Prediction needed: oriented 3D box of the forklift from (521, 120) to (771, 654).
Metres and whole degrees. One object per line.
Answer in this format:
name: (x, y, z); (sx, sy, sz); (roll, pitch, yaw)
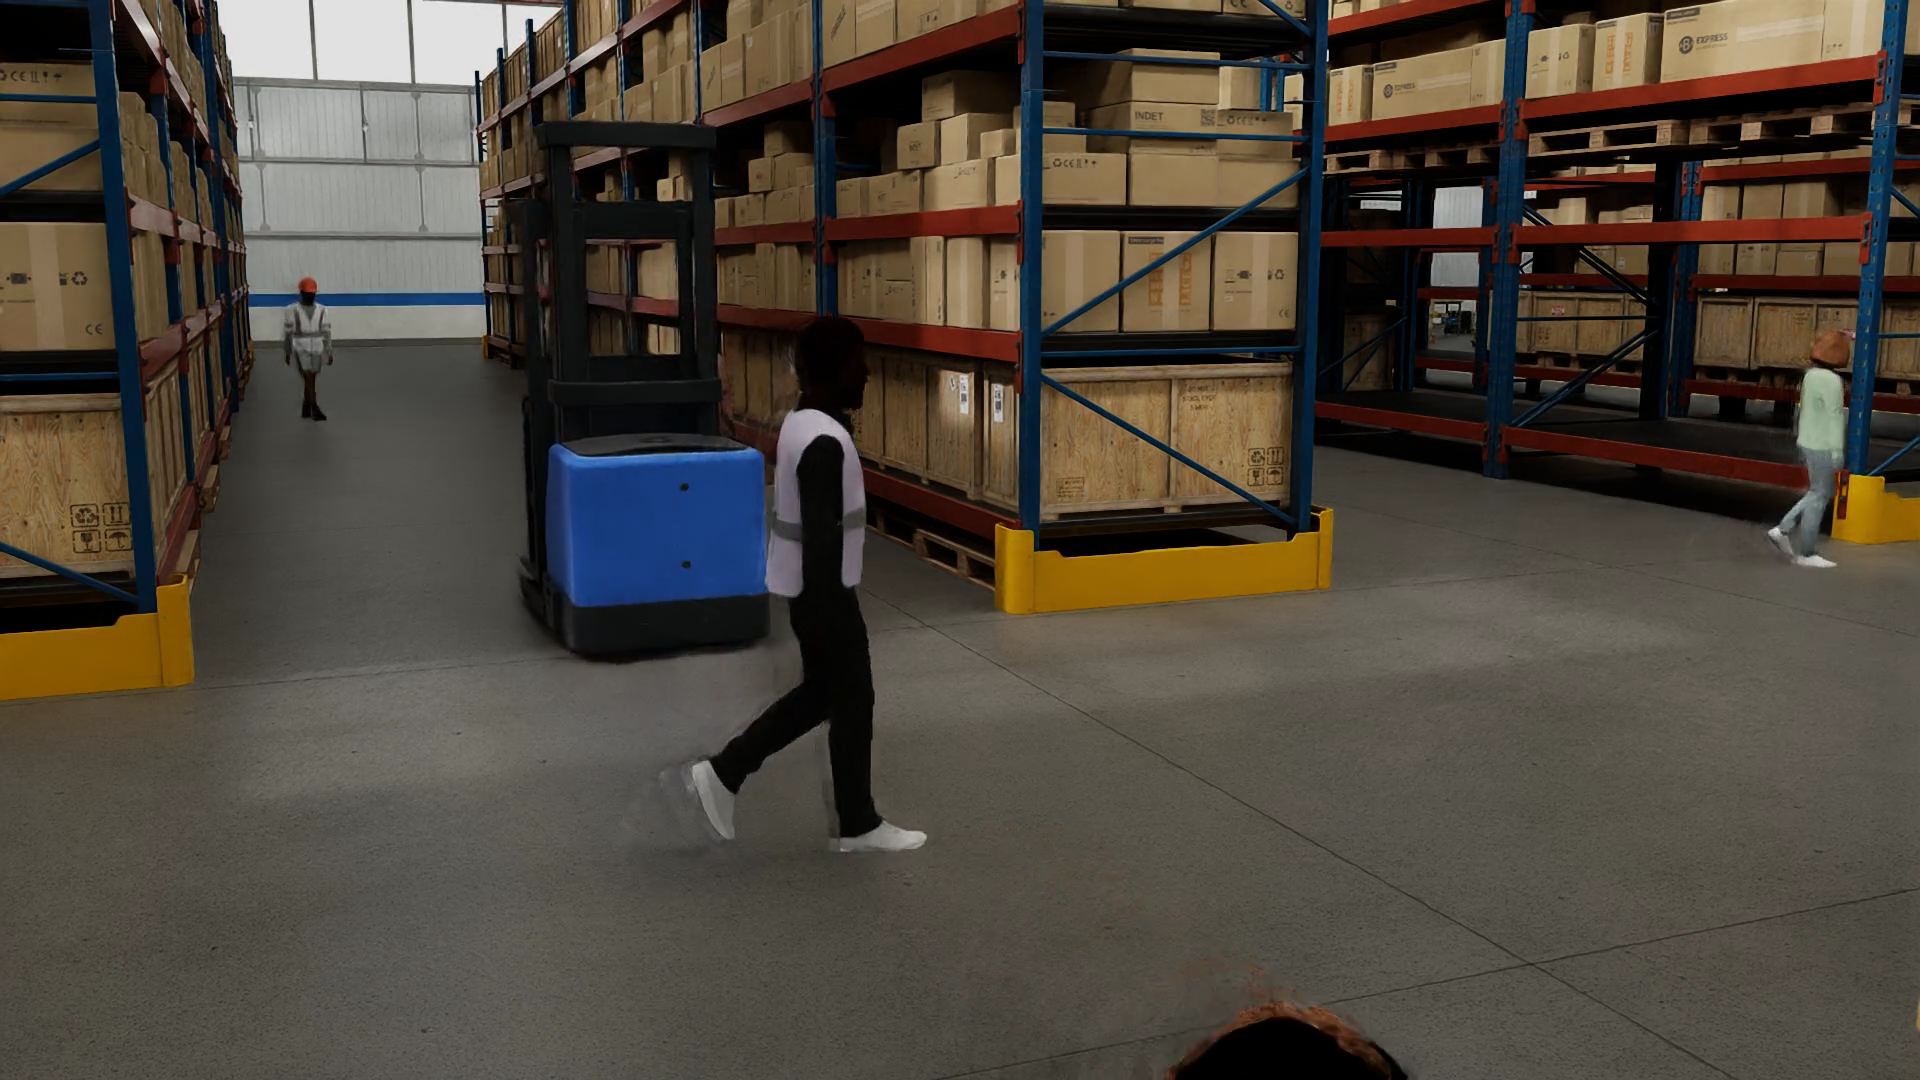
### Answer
forklift: (-1.823, -0.913, 9.329); (1.129, 2.768, 1.873); (-4, 10, -22)

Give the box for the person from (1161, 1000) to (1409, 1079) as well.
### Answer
person: (0.230, 1.095, 1.062); (0.538, 1.619, 0.568); (-4, 10, -24)

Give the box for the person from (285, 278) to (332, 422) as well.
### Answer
person: (-8.609, -2.518, 21.964); (0.552, 1.881, 1.038); (-7, 12, -38)

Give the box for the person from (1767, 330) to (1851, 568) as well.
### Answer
person: (5.843, -0.611, 11.306); (0.375, 1.623, 0.505); (2, 10, 12)

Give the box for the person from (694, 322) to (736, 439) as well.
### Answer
person: (-2.030, -0.895, 13.032); (0.531, 1.601, 0.816); (-4, 10, -20)

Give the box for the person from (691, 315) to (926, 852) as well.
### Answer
person: (-0.524, 0.176, 5.743); (0.735, 1.900, 0.605); (-2, 10, -12)

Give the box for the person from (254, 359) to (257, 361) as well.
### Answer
person: (-15.192, -4.620, 34.967); (0.580, 1.736, 0.573); (-6, 11, -32)
